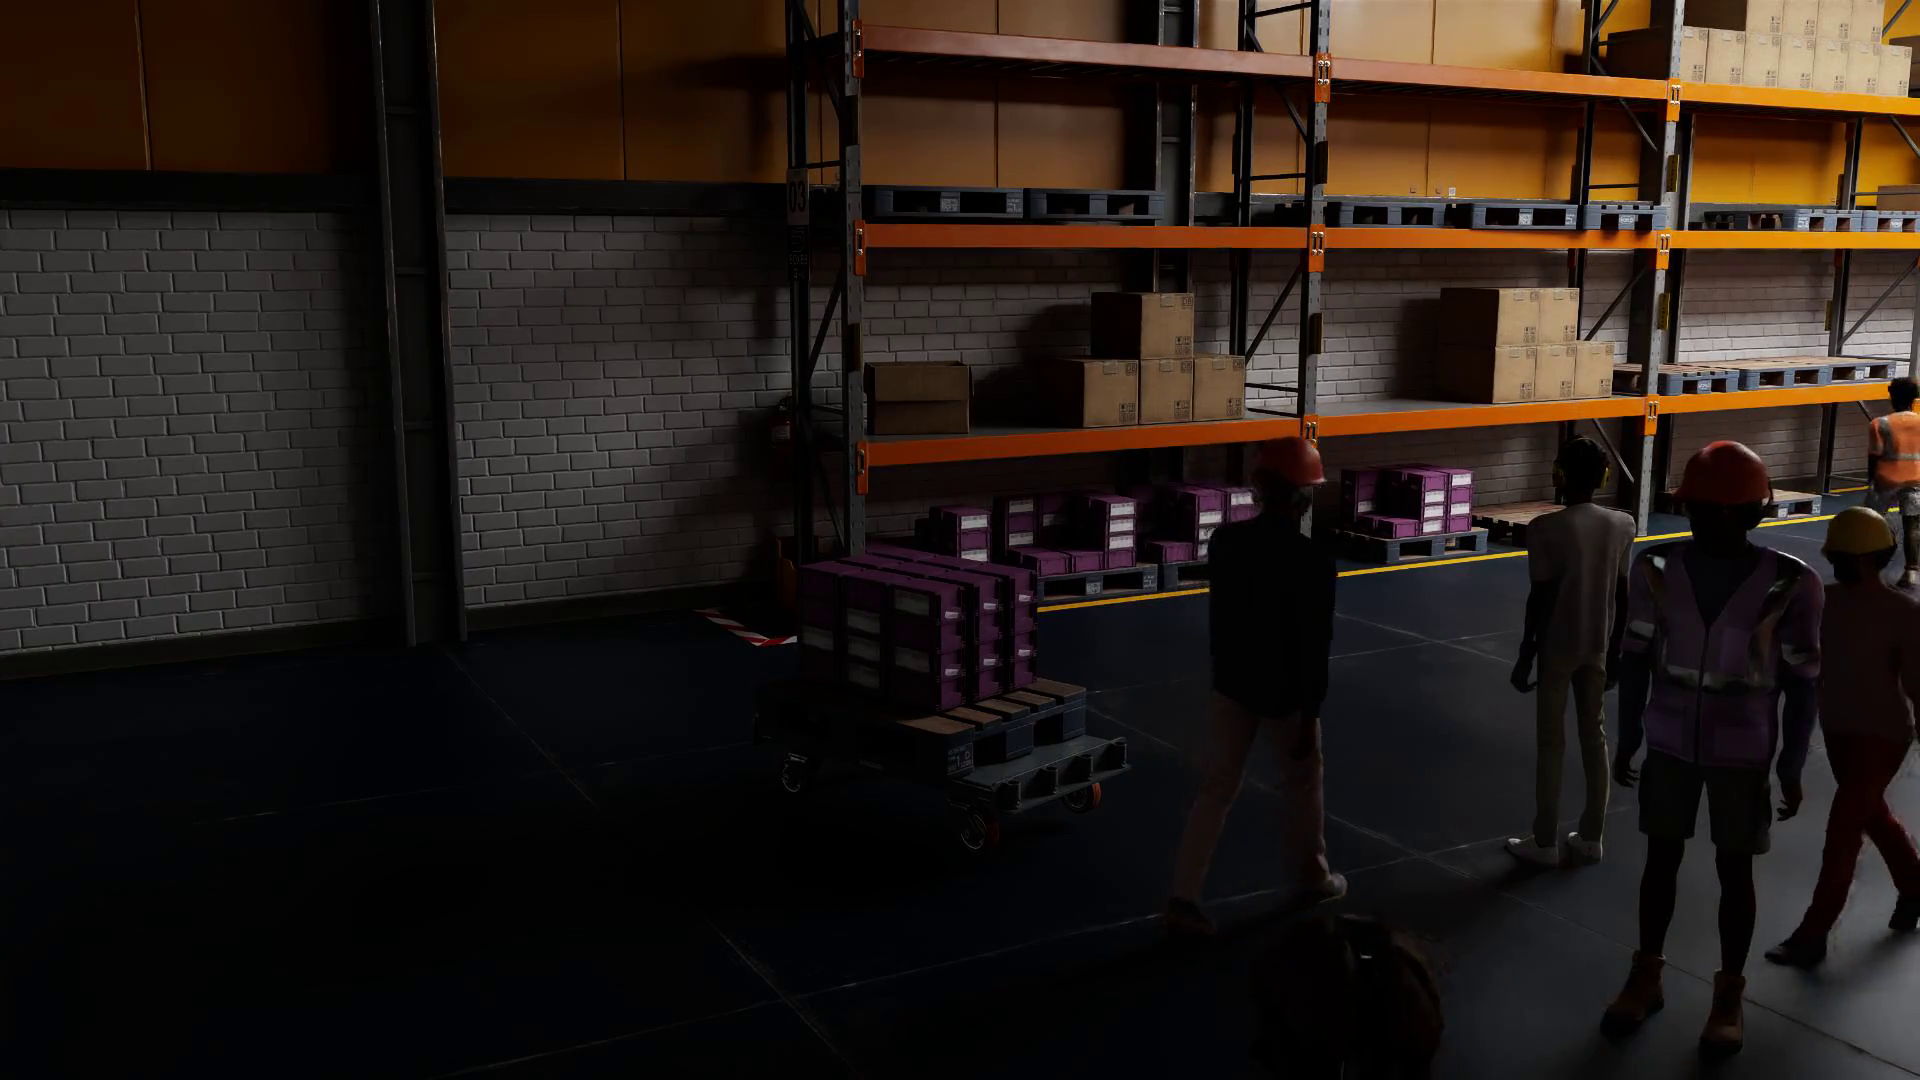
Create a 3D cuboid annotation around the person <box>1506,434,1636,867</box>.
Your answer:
[{"bbox_3d":[2.629,0.483,7.170,0.510,1.868,0.328,-2,10,-12],"label":"person"}]

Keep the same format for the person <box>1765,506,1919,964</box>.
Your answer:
[{"bbox_3d":[3.458,0.711,6.284,0.886,1.717,0.554,-3,10,-17],"label":"person"}]

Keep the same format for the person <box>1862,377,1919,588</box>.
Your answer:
[{"bbox_3d":[7.482,-0.472,13.276,0.543,1.650,0.850,2,10,11],"label":"person"}]

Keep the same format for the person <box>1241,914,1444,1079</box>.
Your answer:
[{"bbox_3d":[0.494,1.363,2.206,0.645,1.829,0.648,1,10,7],"label":"person"}]

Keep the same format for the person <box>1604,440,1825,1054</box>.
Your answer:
[{"bbox_3d":[2.475,0.683,5.509,0.611,2.040,0.393,8,13,39],"label":"person"}]

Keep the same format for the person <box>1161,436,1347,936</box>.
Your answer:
[{"bbox_3d":[1.158,0.569,6.445,0.618,1.958,0.992,9,14,43],"label":"person"}]
